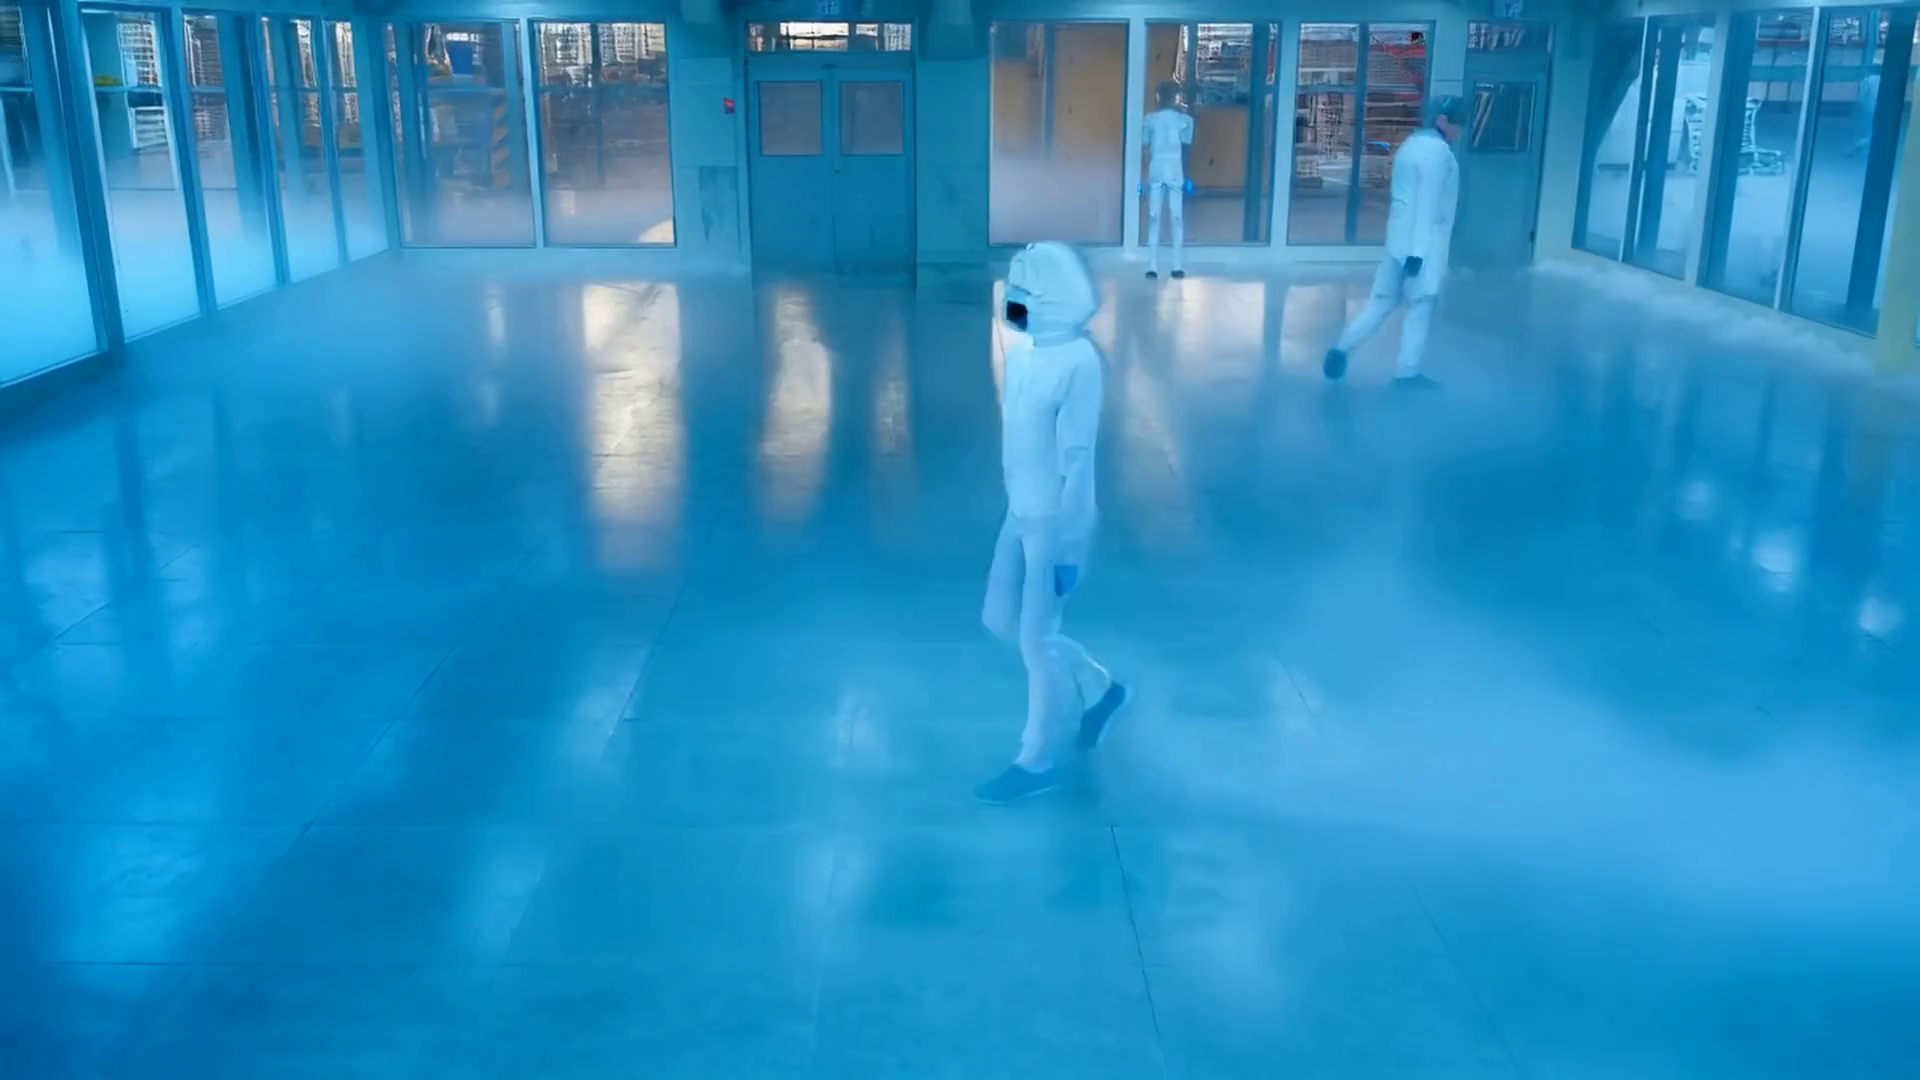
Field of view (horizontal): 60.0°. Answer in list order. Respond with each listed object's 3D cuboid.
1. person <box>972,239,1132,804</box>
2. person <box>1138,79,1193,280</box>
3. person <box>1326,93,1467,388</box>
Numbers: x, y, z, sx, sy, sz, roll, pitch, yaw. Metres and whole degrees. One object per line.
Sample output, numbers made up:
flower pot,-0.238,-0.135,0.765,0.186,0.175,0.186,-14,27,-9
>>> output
person,0.266,-0.042,4.726,0.464,1.619,0.524,-5,17,-18
person,1.948,-3.402,15.761,0.520,1.865,0.332,4,17,12
person,2.789,-1.884,10.595,0.722,1.876,0.678,-2,17,-8
